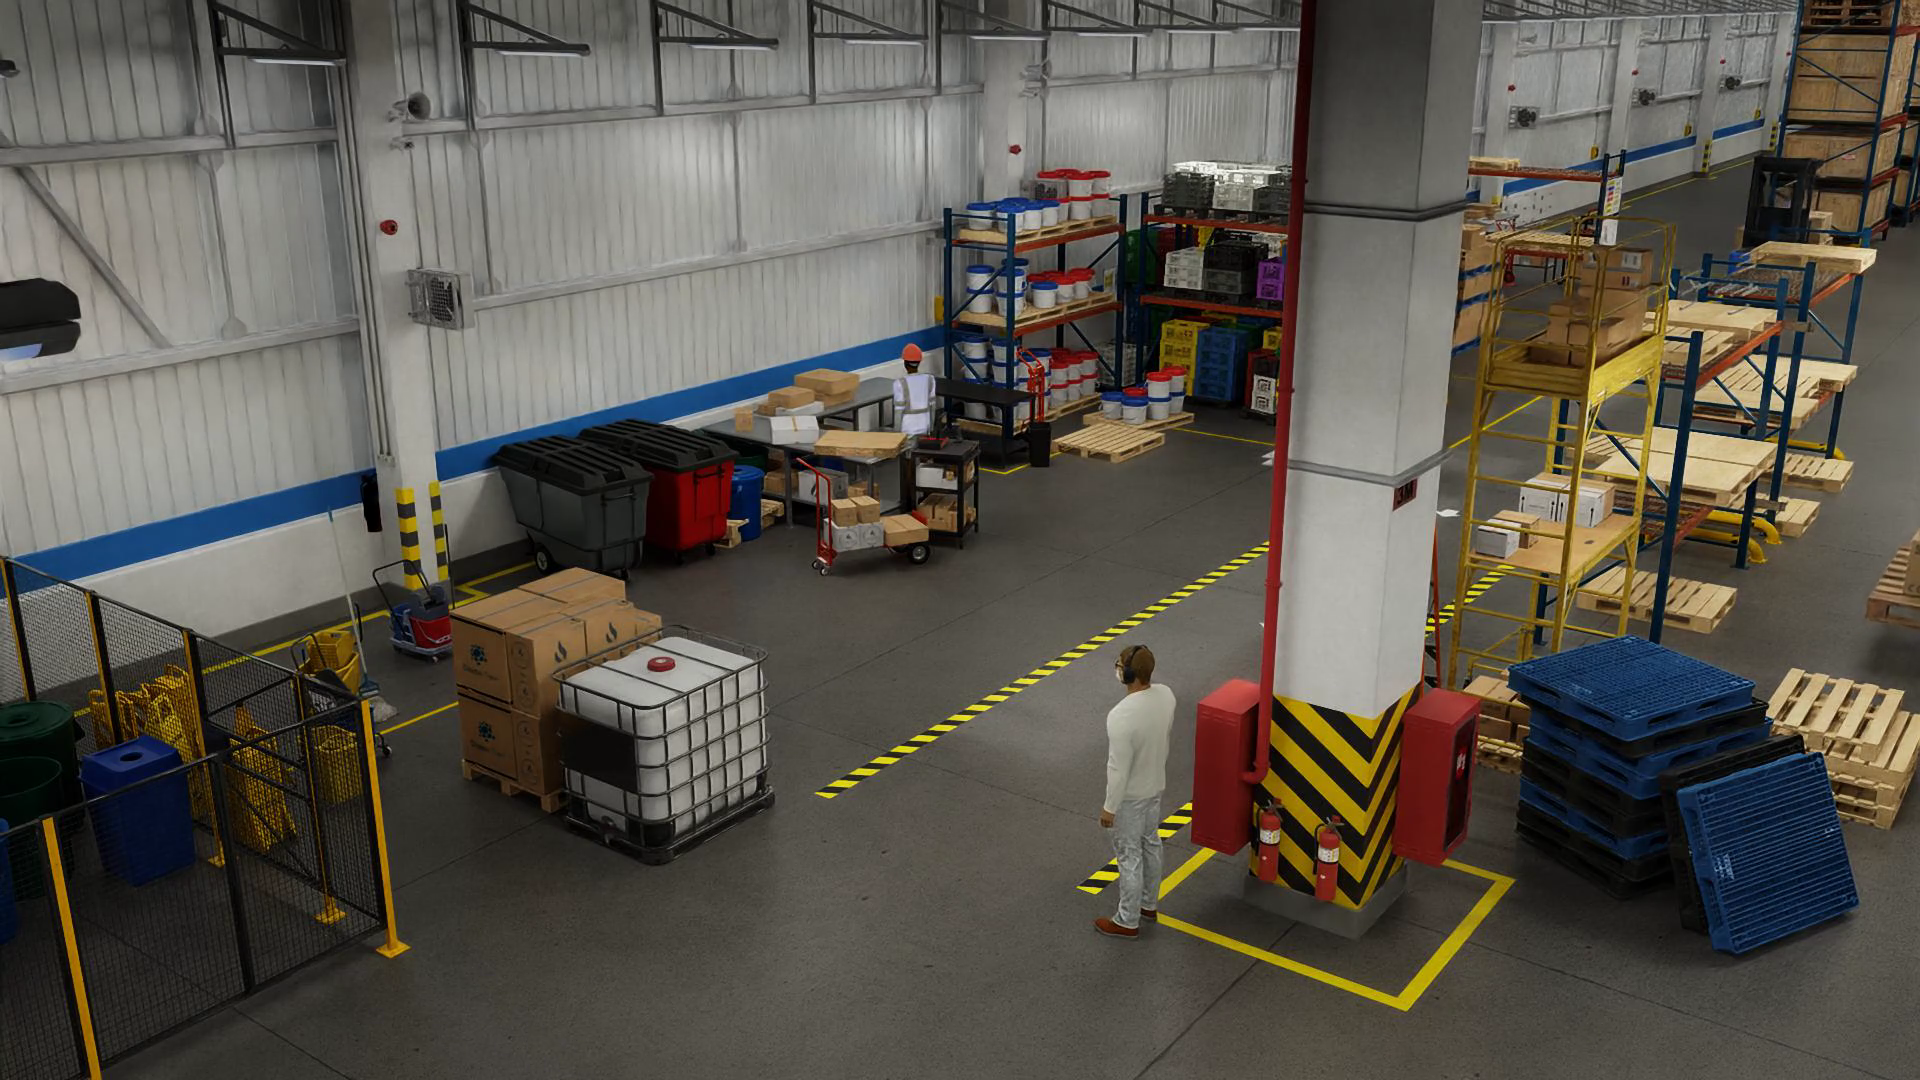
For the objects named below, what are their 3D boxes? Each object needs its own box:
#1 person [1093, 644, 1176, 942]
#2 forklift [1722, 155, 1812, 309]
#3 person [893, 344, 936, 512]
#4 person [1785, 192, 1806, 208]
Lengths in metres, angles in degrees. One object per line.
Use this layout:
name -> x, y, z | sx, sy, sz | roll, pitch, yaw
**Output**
person -> 1.081, 1.559, 10.339 | 0.370, 1.940, 0.630 | 13, 22, 34
forklift -> 15.437, -5.880, 31.617 | 1.129, 2.768, 1.873 | 13, 22, 34
person -> -0.538, -1.286, 19.046 | 0.543, 1.939, 0.360 | -11, 21, -30
person -> 17.301, -6.350, 34.567 | 0.503, 1.922, 0.648 | 7, 19, 21
